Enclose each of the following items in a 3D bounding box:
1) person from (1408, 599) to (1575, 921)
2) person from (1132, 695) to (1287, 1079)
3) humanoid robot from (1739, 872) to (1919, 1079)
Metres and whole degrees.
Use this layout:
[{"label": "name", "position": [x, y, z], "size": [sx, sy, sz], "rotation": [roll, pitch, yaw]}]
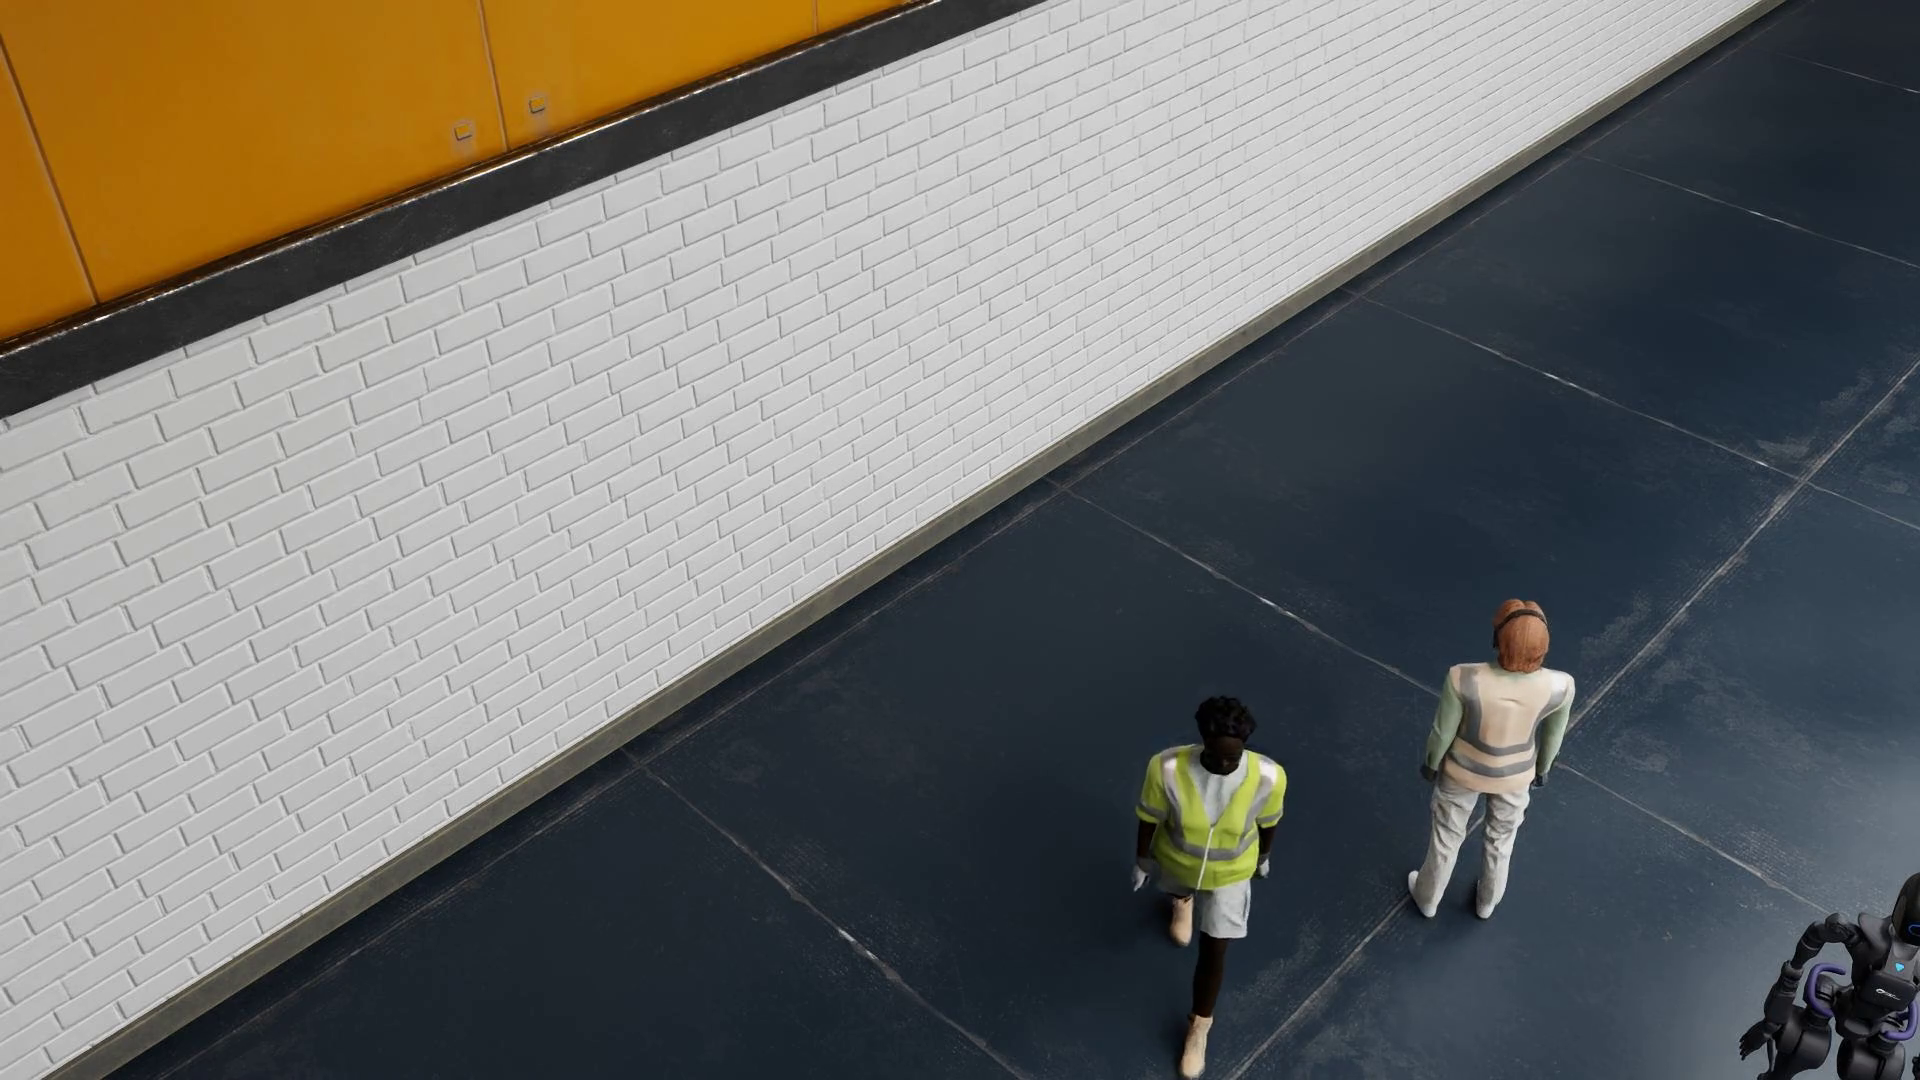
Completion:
[{"label": "person", "position": [2.112, 0.920, 6.672], "size": [0.521, 1.636, 0.308], "rotation": [3, 39, 4]}, {"label": "person", "position": [0.927, 1.184, 6.328], "size": [0.536, 1.655, 0.885], "rotation": [8, 39, 9]}, {"label": "humanoid robot", "position": [3.020, 1.701, 5.654], "size": [0.599, 1.657, 0.315], "rotation": [17, 42, 20]}]
